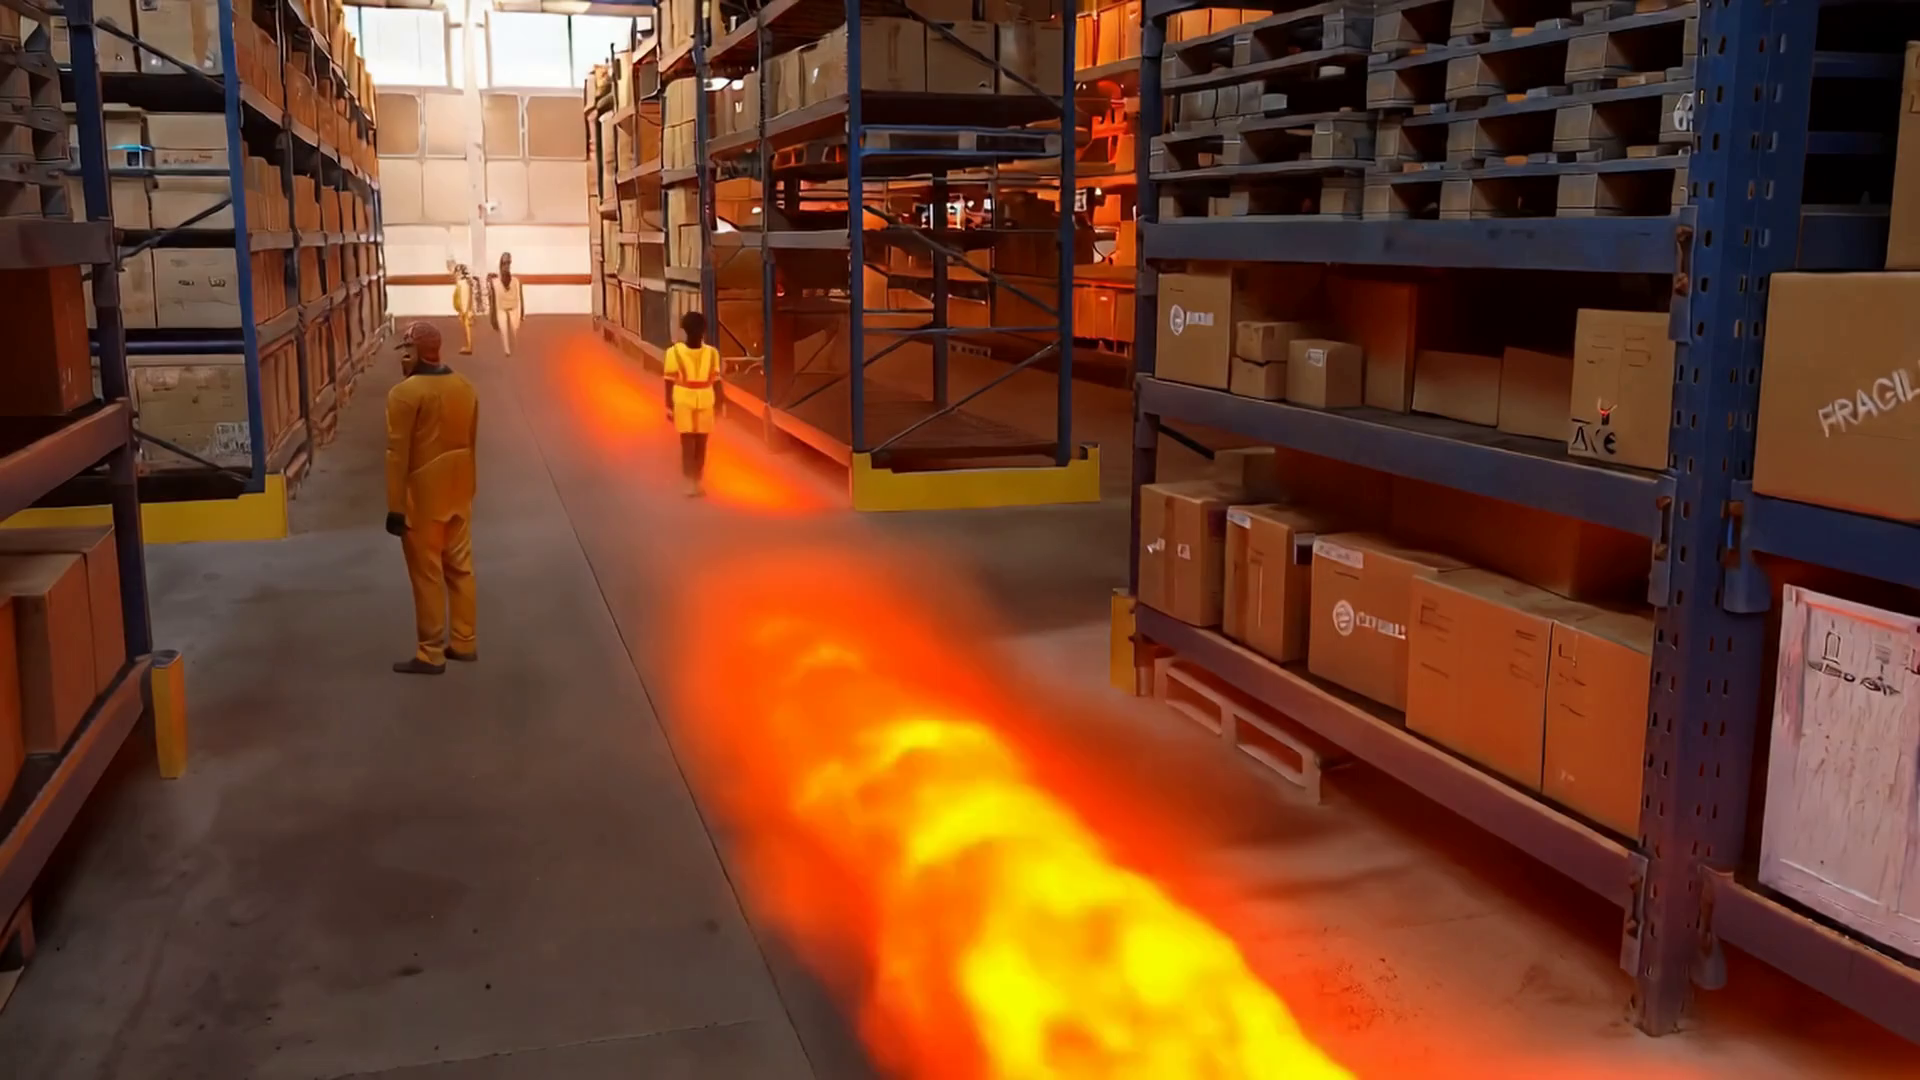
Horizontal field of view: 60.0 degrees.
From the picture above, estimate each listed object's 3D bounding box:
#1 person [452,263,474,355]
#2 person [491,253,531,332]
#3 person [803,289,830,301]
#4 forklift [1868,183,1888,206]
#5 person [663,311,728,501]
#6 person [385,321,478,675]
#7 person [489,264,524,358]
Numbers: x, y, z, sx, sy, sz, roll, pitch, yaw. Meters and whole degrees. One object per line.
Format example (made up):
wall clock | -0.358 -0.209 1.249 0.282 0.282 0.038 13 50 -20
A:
person | -9.889 -4.591 33.110 0.404 1.835 0.588 -3 11 -14
person | -11.136 -6.096 41.059 1.019 1.937 0.647 -3 11 -16
person | -2.451 -3.653 28.190 0.531 1.758 0.333 -3 11 -16
forklift | 5.088 -0.917 10.096 1.129 2.768 1.873 -3 11 -17
person | -2.321 -1.189 14.829 0.554 1.682 0.568 -6 12 -30
person | -2.878 -0.228 9.018 0.400 1.902 0.641 4 11 19
person | -8.815 -4.446 32.346 0.659 1.820 0.670 -3 11 -15
